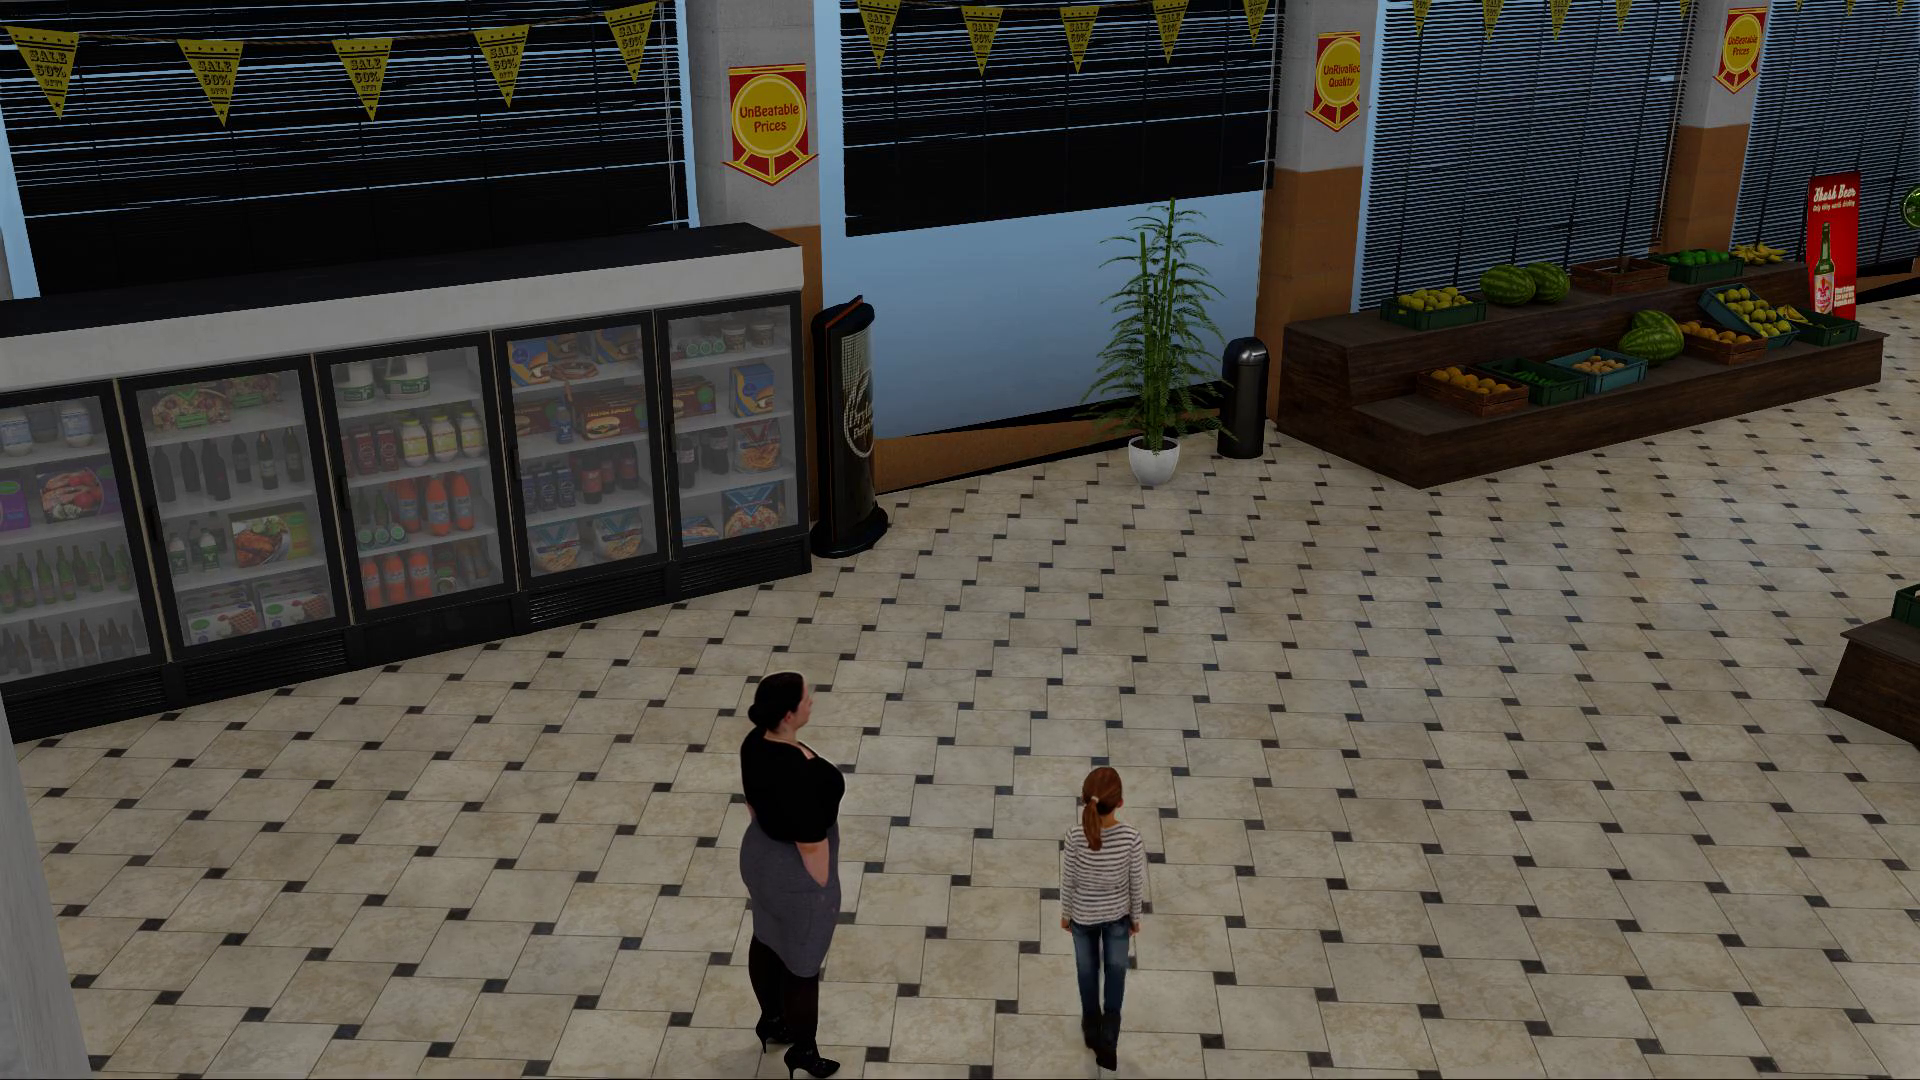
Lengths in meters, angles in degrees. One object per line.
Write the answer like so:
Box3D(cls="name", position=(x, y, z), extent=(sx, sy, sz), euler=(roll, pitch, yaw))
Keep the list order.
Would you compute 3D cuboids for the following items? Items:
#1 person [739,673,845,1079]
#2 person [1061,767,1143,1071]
Box3D(cls="person", position=(-0.681, 1.320, 6.539), extent=(0.614, 1.760, 0.665), euler=(-14, 26, -30))
Box3D(cls="person", position=(0.557, 1.532, 6.624), extent=(0.772, 1.305, 0.765), euler=(1, 22, 2))
